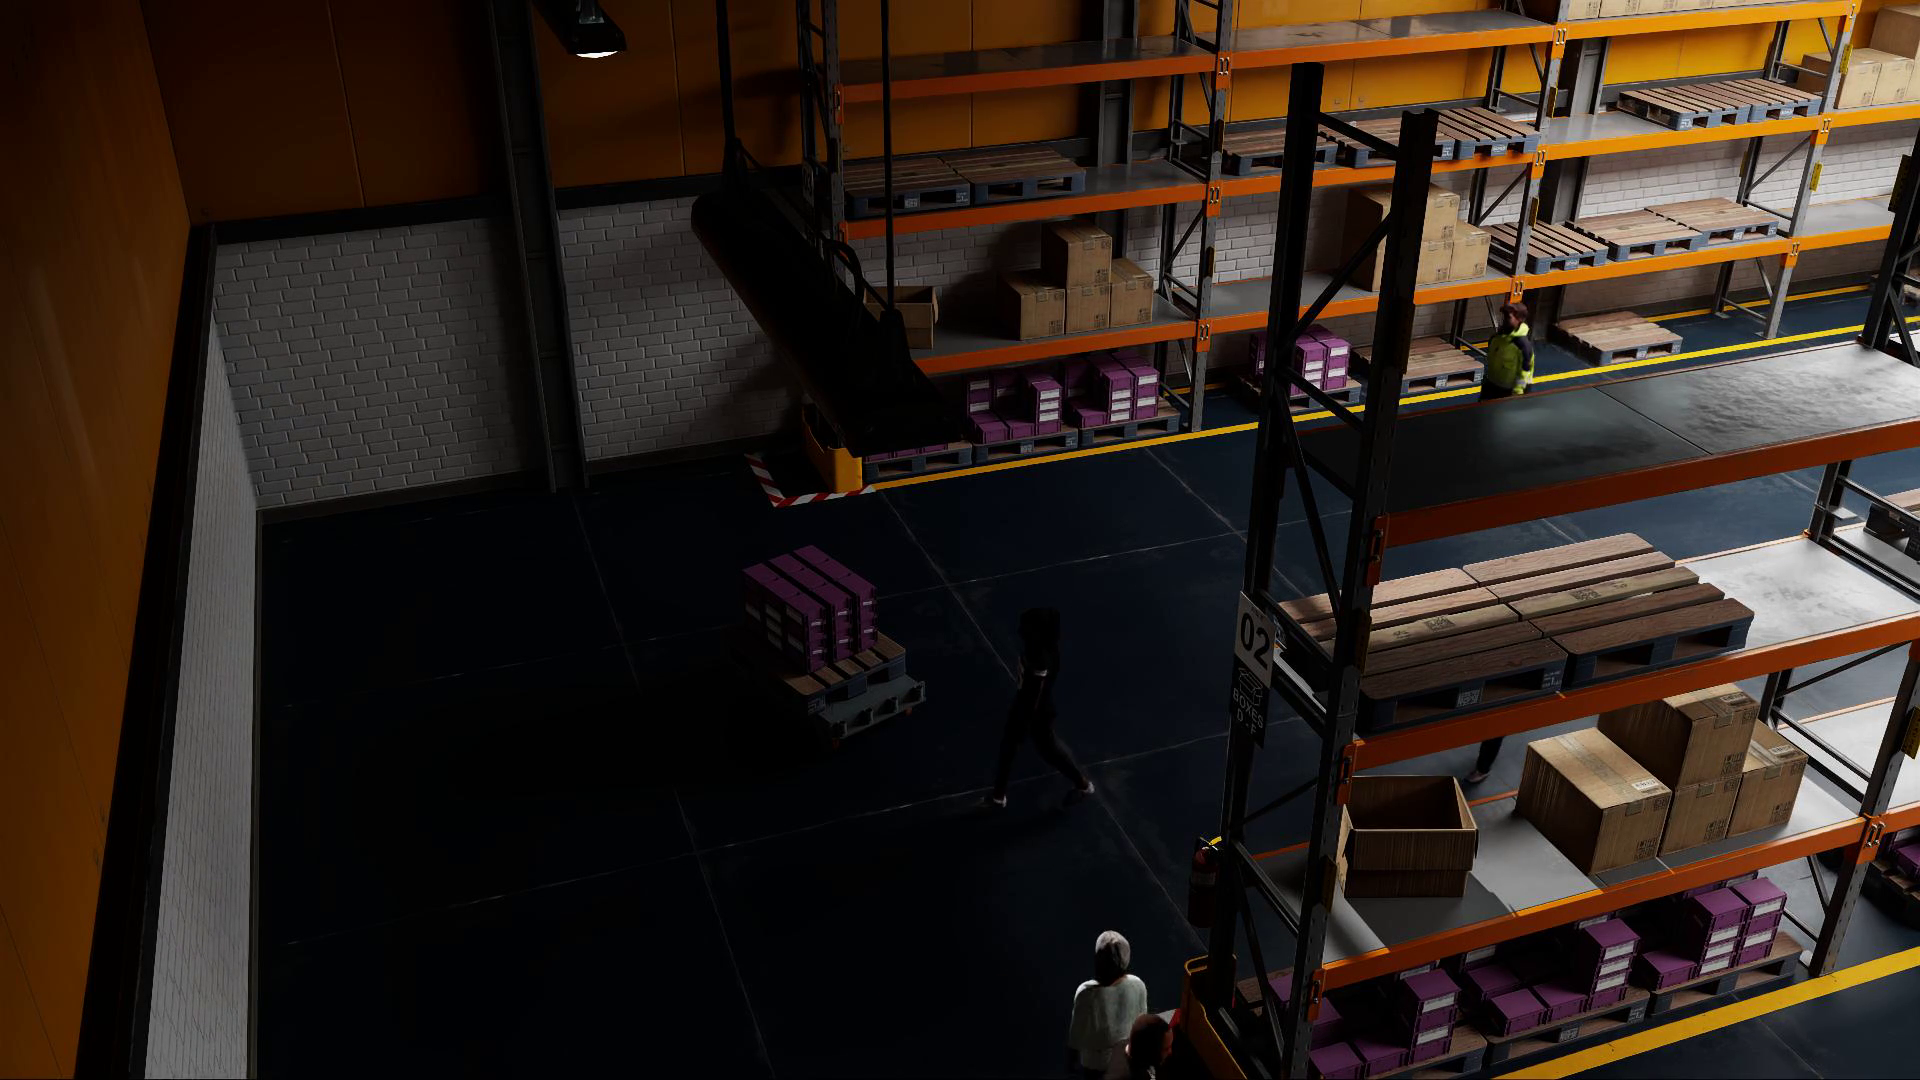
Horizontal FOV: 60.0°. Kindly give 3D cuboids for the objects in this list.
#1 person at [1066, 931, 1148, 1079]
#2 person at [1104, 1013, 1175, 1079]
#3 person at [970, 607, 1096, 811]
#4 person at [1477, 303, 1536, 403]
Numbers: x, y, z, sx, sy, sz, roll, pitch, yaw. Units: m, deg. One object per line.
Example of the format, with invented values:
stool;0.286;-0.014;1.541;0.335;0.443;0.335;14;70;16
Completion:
person;0.848;2.905;9.154;1.050;1.595;0.728;-7;29;-13
person;0.688;3.156;8.418;1.392;1.858;1.264;11;30;19
person;0.616;1.266;12.053;1.169;1.697;0.666;-7;29;-13
person;5.551;-1.447;16.754;1.191;1.958;0.866;-14;32;-24
